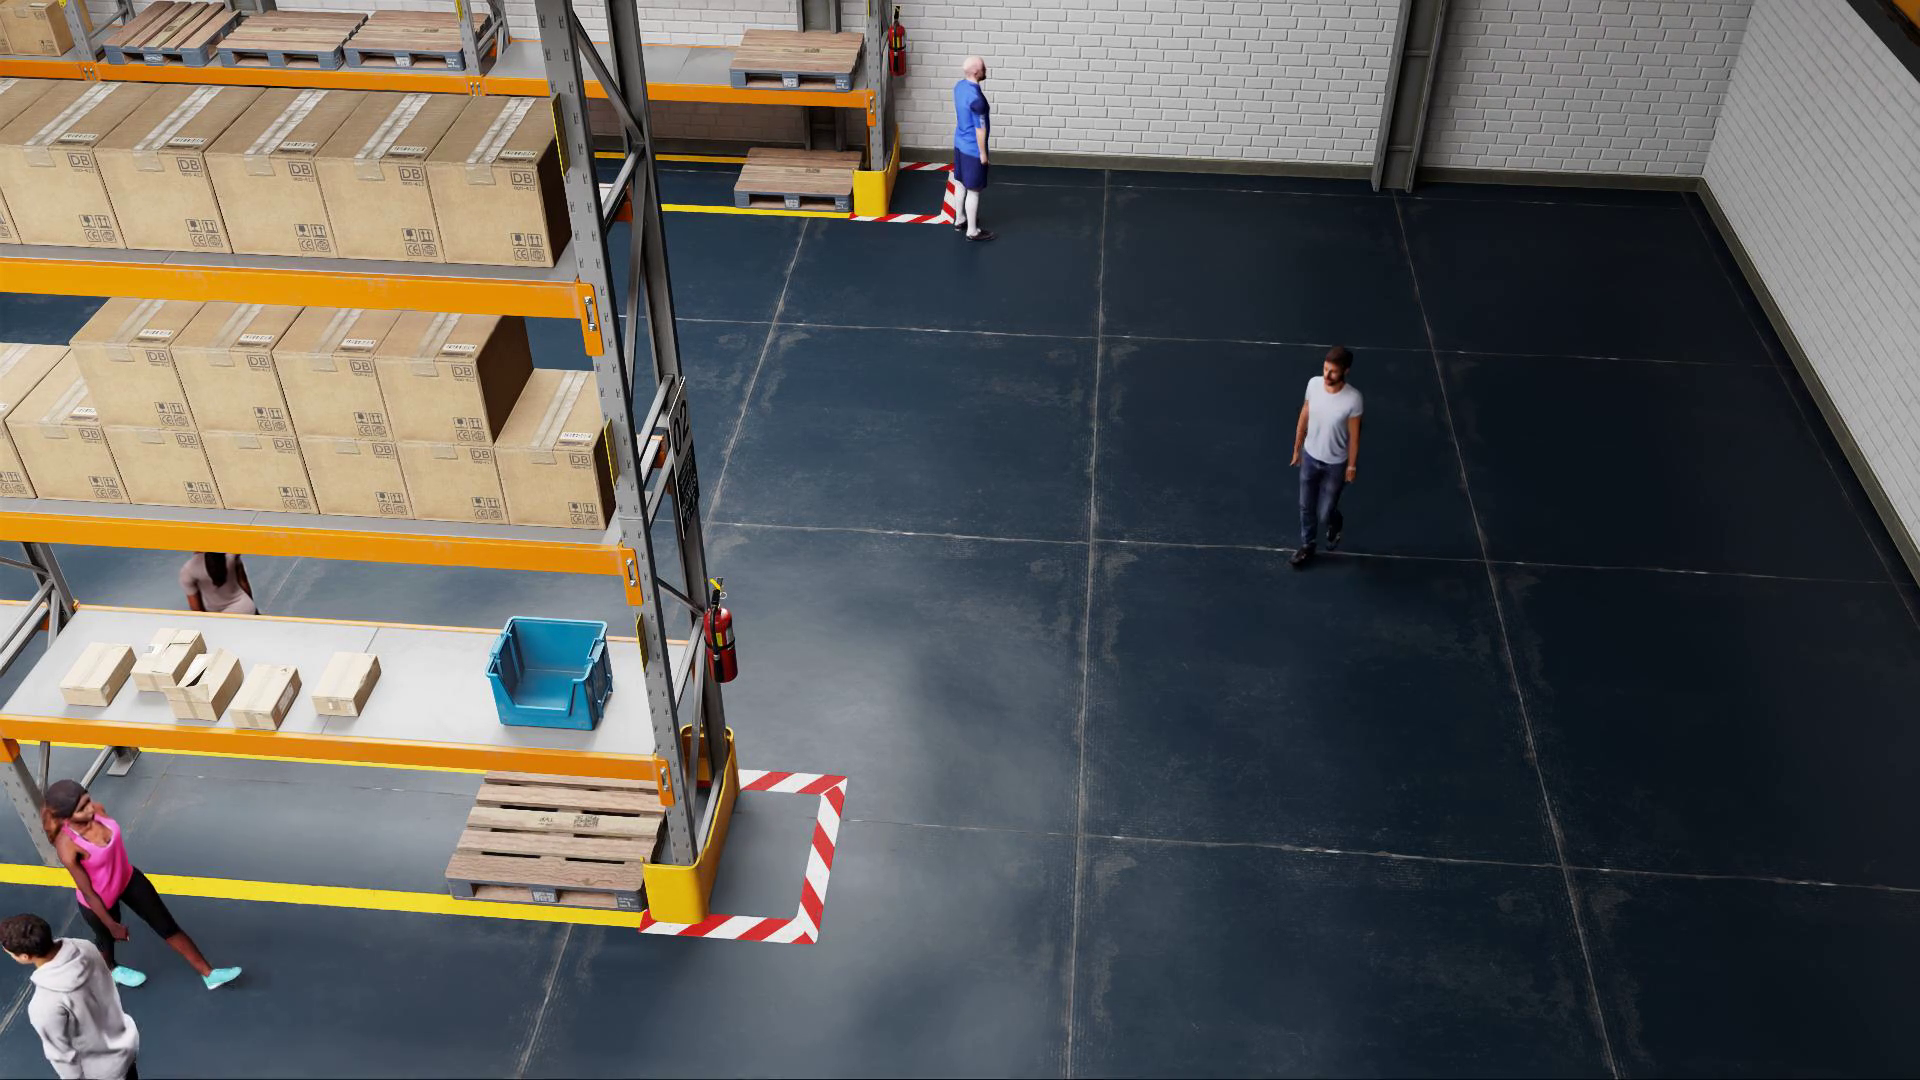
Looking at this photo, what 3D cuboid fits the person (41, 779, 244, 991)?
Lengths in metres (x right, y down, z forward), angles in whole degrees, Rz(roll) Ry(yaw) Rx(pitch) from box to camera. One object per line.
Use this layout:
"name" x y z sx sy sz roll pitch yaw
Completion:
"person" -4.713 1.922 9.077 1.103 1.679 0.676 7 39 9

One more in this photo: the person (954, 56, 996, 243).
"person" 0.113 -3.808 16.122 0.742 1.841 0.751 -16 41 -19

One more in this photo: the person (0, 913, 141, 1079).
"person" -4.112 2.513 8.155 0.868 1.906 0.772 -4 39 -5

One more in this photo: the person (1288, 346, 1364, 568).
"person" 2.710 -0.628 12.130 0.851 1.854 0.903 28 46 30
